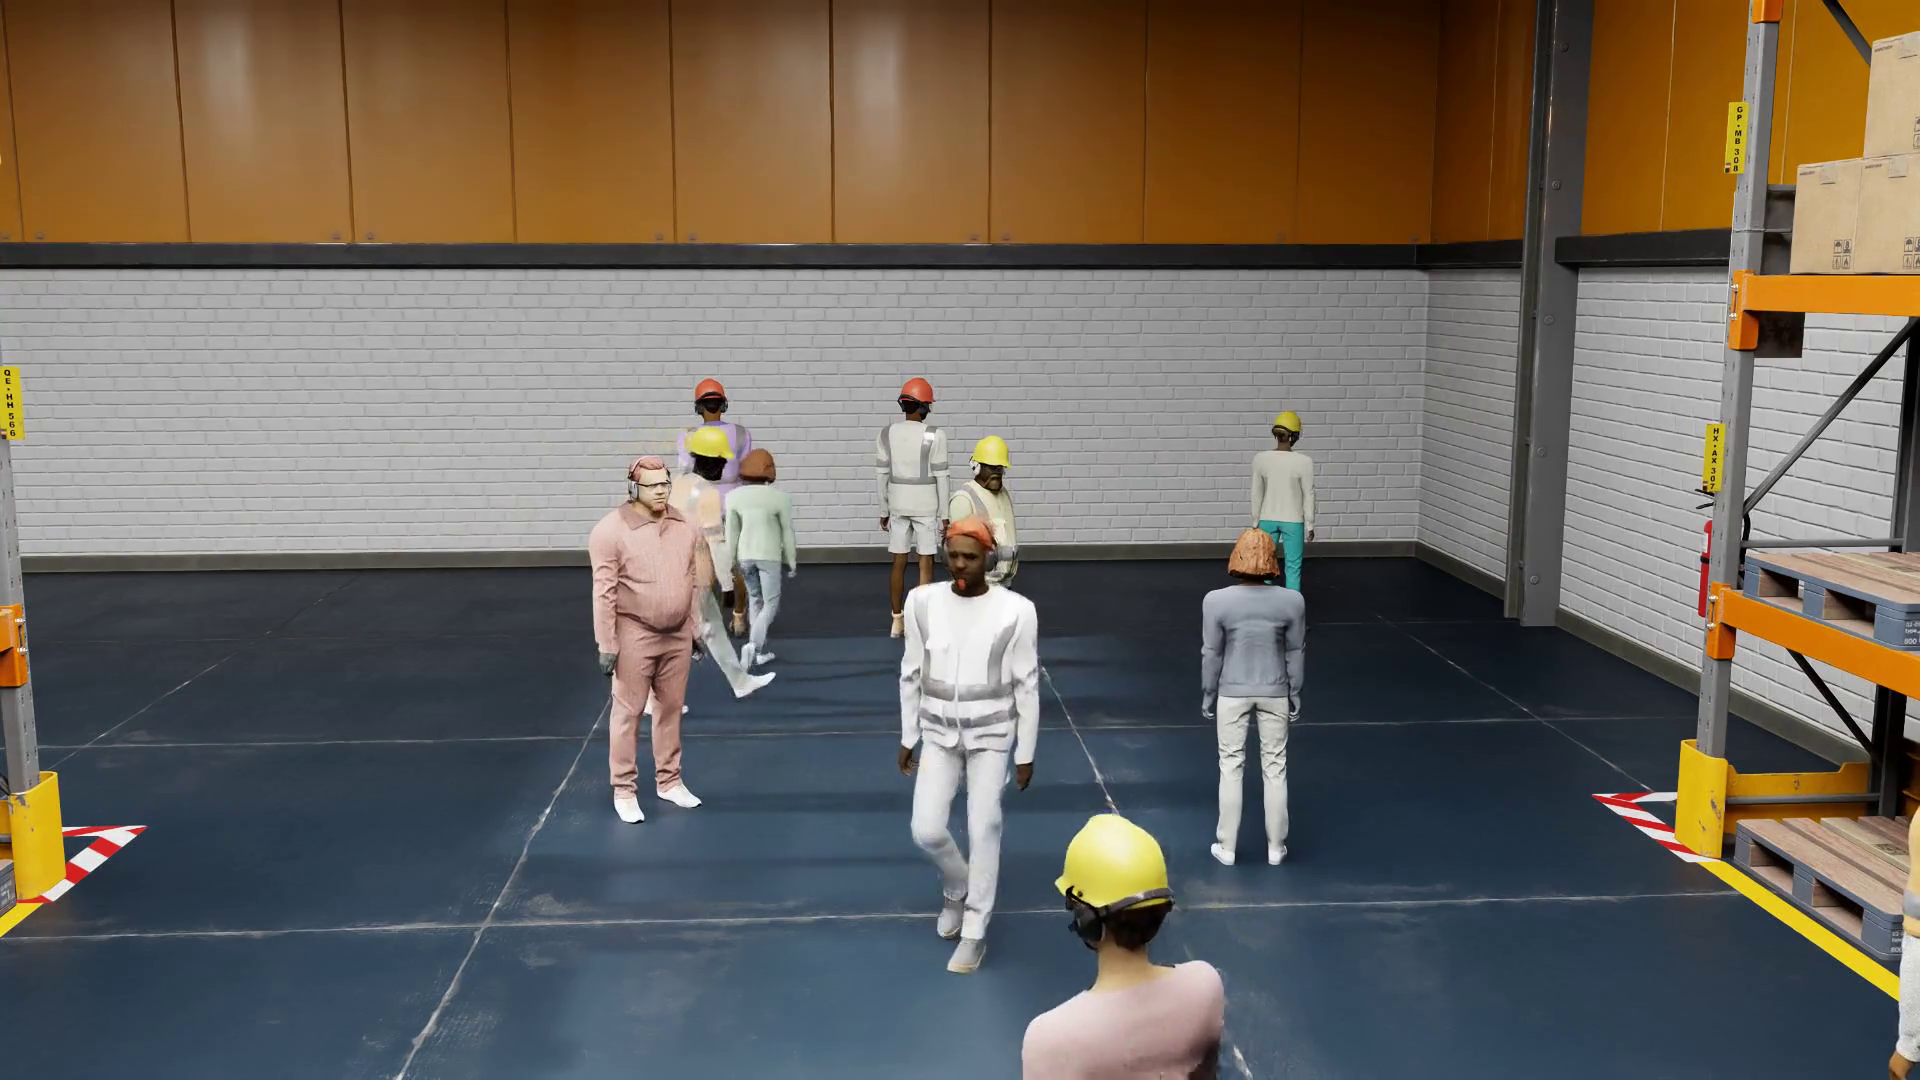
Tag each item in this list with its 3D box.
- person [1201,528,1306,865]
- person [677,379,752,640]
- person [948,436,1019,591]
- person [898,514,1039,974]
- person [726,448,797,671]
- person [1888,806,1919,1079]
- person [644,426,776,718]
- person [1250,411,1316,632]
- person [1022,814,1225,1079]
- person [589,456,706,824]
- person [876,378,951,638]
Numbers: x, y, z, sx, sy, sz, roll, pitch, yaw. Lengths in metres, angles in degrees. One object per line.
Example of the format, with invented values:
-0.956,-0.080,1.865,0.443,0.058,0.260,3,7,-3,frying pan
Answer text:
1.402,0.756,7.984,0.497,1.633,0.285,0,9,2,person
-1.915,-0.236,12.964,0.605,2.033,0.392,-5,10,-28,person
0.169,0.249,10.566,0.404,1.826,0.587,5,11,31,person
0.030,0.824,6.800,0.599,1.873,0.424,3,9,16,person
-1.445,0.152,11.862,0.520,1.603,0.713,2,9,15,person
2.593,1.226,4.093,0.546,1.934,0.376,4,10,21,person
-1.613,0.205,10.699,0.994,1.867,0.607,-5,10,-29,person
2.567,-0.141,13.202,0.531,1.767,0.328,6,11,32,person
0.316,1.421,3.452,0.531,1.753,0.462,-5,10,-28,person
-1.601,0.506,8.700,0.652,1.906,0.402,-9,13,-44,person
-0.345,-0.244,12.982,0.614,2.040,0.390,4,10,24,person
